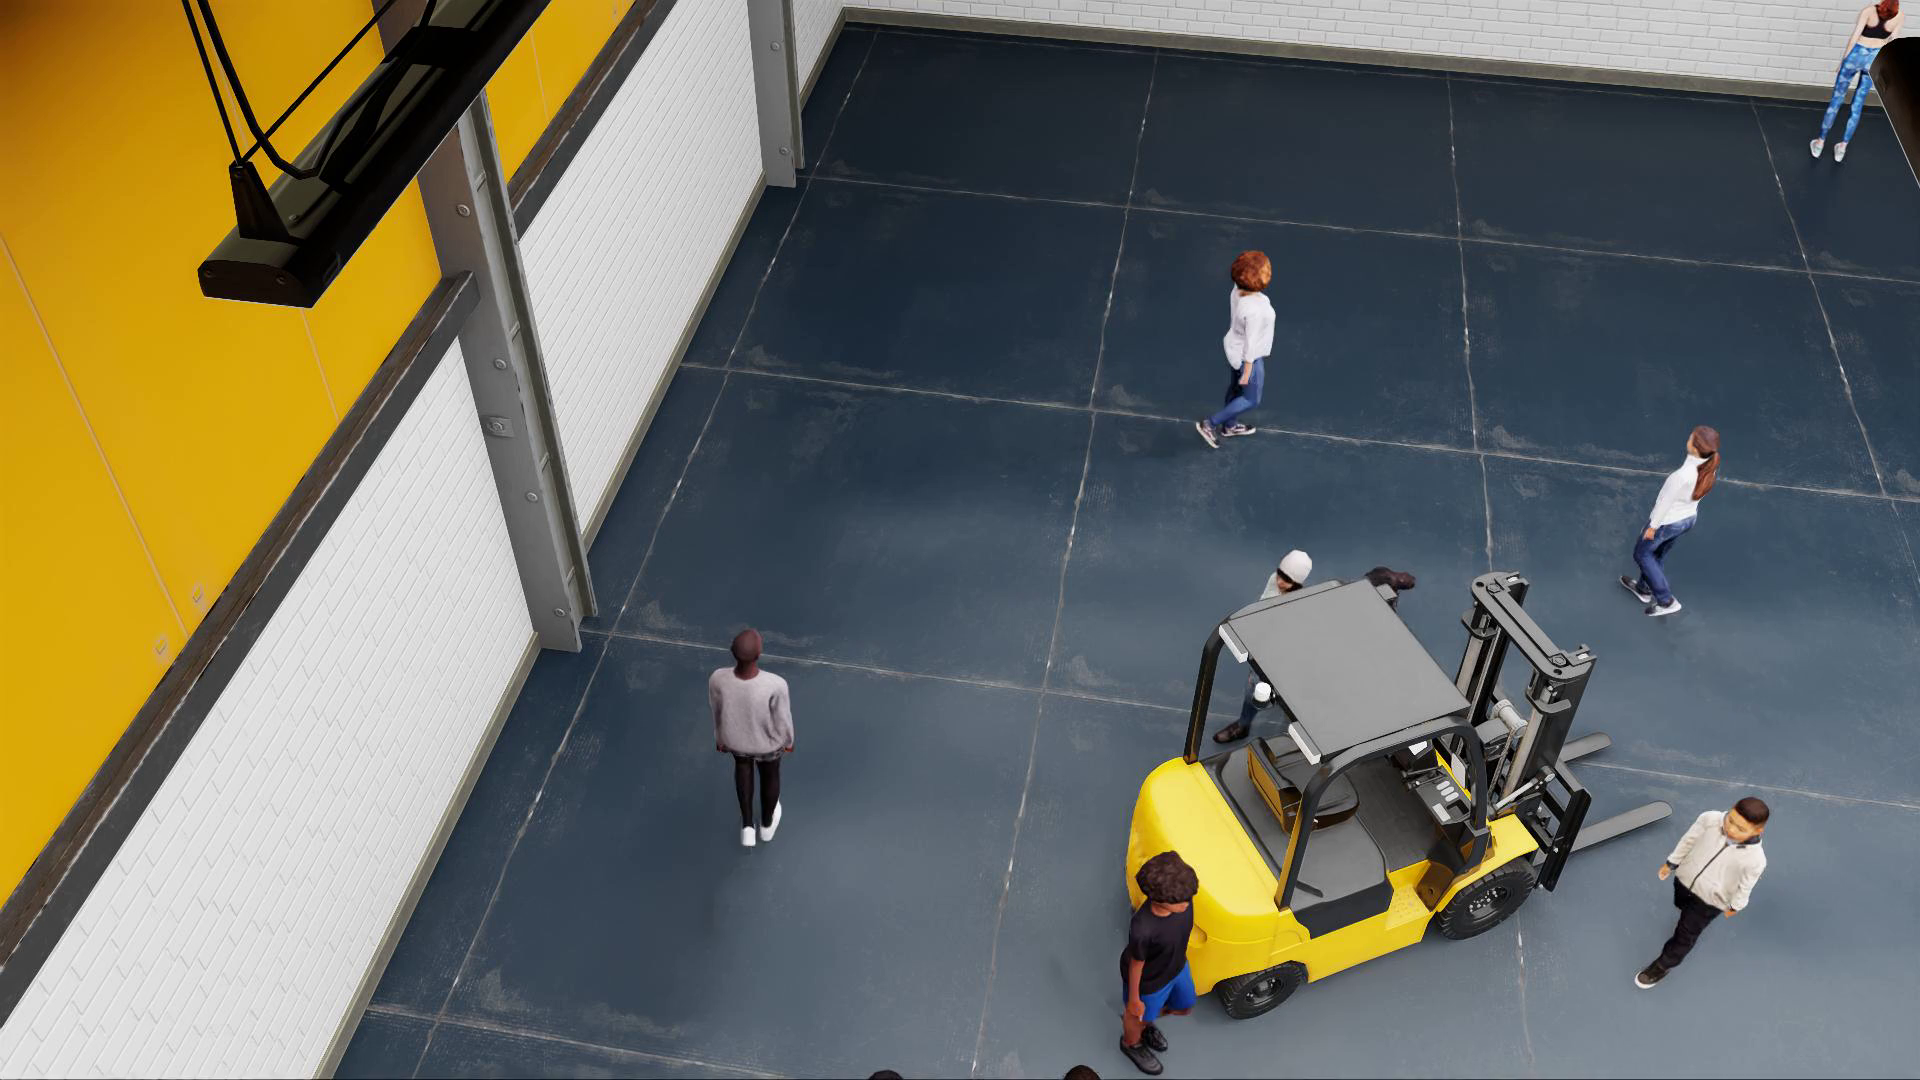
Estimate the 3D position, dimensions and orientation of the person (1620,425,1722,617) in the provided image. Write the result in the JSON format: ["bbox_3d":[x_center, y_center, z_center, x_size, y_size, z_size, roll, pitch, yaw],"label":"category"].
[{"bbox_3d":[4.804,-0.083,11.096,0.776,1.544,0.853,-22,48,-22],"label":"person"}]

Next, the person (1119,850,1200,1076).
[{"bbox_3d":[0.940,2.143,8.586,0.810,1.783,0.724,34,53,30],"label":"person"}]

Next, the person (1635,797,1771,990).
[{"bbox_3d":[4.139,1.846,9.147,0.981,1.439,0.950,-22,48,-22],"label":"person"}]

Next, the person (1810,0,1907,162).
[{"bbox_3d":[8.353,-4.378,15.430,0.551,1.786,0.575,9,44,9],"label":"person"}]

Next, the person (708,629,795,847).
[{"bbox_3d":[-1.207,1.213,9.581,0.632,1.758,0.696,5,44,5],"label":"person"}]

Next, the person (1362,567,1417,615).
[{"bbox_3d":[2.511,0.762,10.153,0.828,1.621,0.881,-11,45,-11],"label":"person"}]

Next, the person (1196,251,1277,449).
[{"bbox_3d":[2.027,-1.395,12.361,0.841,1.699,0.816,-7,44,-7],"label":"person"}]

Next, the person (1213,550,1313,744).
[{"bbox_3d":[2.030,0.638,10.281,0.957,1.623,1.056,-12,45,-12],"label":"person"}]
